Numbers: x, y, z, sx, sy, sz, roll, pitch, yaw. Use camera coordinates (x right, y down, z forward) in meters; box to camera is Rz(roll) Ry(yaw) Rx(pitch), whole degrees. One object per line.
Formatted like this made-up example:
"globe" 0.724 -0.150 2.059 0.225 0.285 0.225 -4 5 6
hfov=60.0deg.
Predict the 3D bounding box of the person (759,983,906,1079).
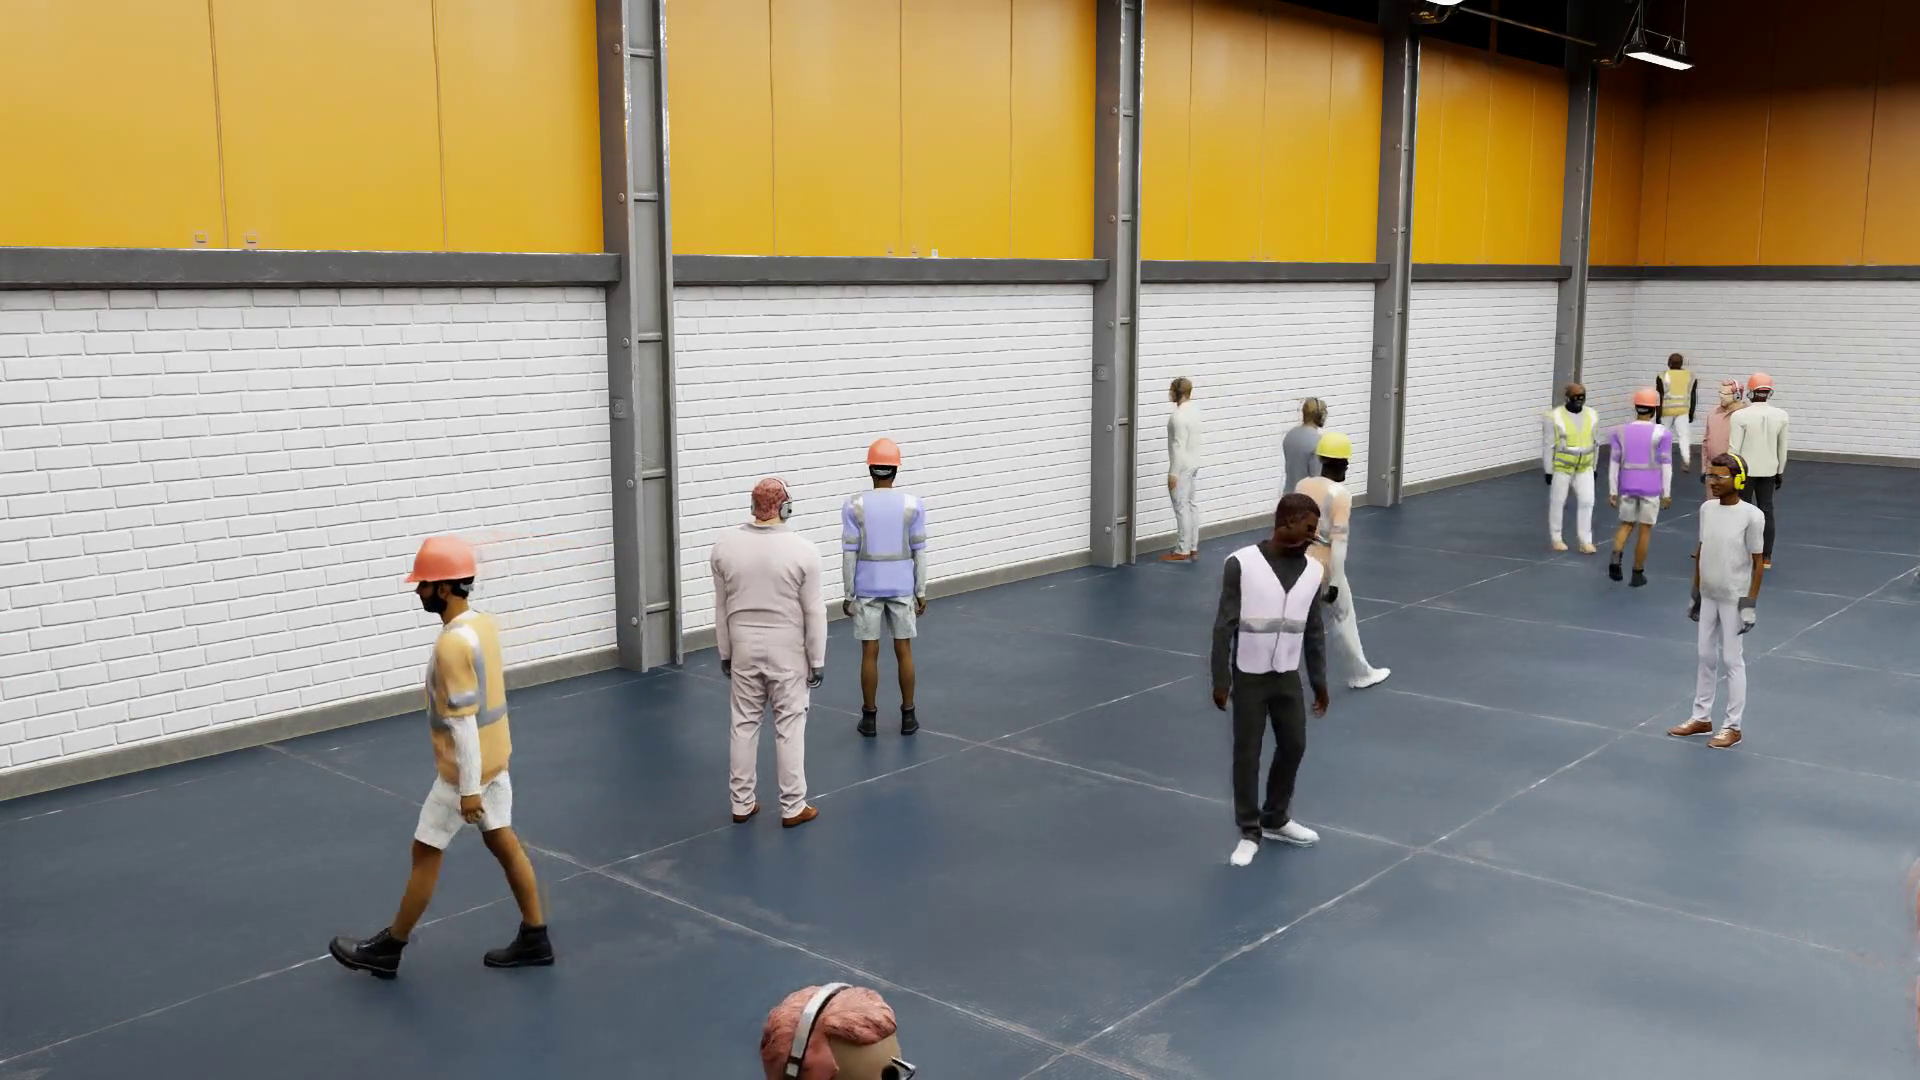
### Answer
"person" -0.173 1.626 2.669 0.929 1.870 0.648 6 11 35

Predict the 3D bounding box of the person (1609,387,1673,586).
"person" 6.470 -0.495 15.836 0.552 1.922 0.474 9 12 43

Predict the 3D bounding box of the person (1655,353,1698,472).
"person" 10.920 -1.948 25.351 0.637 1.809 0.926 1 9 3

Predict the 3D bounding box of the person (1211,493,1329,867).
"person" 1.568 0.697 8.502 0.694 1.882 0.367 -4 10 -22

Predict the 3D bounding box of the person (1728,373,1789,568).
"person" 8.061 -0.699 16.887 0.622 1.992 0.393 -1 9 -4

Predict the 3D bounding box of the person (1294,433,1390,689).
"person" 2.606 0.174 11.789 0.993 1.875 0.589 -5 10 -28

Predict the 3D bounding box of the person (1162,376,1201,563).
"person" 2.311 -0.731 17.266 0.352 1.937 0.635 4 10 24

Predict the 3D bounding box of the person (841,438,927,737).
"person" -0.493 0.305 10.765 0.551 1.935 0.375 -1 9 -7

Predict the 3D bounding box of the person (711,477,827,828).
"person" -1.010 0.606 9.006 0.643 1.902 0.401 3 9 15

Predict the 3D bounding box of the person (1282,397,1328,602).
"person" 3.072 -0.348 15.021 0.970 1.902 0.633 -4 10 -25

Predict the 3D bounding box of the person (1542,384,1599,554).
"person" 6.557 -0.748 17.749 0.663 1.814 0.772 -1 9 -4

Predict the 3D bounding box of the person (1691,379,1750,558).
"person" 7.975 -0.717 17.292 0.400 1.905 0.643 -5 10 -29

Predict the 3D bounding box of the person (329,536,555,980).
"person" -2.194 0.925 7.020 0.941 1.887 0.561 0 9 1

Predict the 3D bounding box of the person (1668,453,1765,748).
"person" 4.819 0.378 10.517 0.334 1.873 0.517 -3 10 -21
